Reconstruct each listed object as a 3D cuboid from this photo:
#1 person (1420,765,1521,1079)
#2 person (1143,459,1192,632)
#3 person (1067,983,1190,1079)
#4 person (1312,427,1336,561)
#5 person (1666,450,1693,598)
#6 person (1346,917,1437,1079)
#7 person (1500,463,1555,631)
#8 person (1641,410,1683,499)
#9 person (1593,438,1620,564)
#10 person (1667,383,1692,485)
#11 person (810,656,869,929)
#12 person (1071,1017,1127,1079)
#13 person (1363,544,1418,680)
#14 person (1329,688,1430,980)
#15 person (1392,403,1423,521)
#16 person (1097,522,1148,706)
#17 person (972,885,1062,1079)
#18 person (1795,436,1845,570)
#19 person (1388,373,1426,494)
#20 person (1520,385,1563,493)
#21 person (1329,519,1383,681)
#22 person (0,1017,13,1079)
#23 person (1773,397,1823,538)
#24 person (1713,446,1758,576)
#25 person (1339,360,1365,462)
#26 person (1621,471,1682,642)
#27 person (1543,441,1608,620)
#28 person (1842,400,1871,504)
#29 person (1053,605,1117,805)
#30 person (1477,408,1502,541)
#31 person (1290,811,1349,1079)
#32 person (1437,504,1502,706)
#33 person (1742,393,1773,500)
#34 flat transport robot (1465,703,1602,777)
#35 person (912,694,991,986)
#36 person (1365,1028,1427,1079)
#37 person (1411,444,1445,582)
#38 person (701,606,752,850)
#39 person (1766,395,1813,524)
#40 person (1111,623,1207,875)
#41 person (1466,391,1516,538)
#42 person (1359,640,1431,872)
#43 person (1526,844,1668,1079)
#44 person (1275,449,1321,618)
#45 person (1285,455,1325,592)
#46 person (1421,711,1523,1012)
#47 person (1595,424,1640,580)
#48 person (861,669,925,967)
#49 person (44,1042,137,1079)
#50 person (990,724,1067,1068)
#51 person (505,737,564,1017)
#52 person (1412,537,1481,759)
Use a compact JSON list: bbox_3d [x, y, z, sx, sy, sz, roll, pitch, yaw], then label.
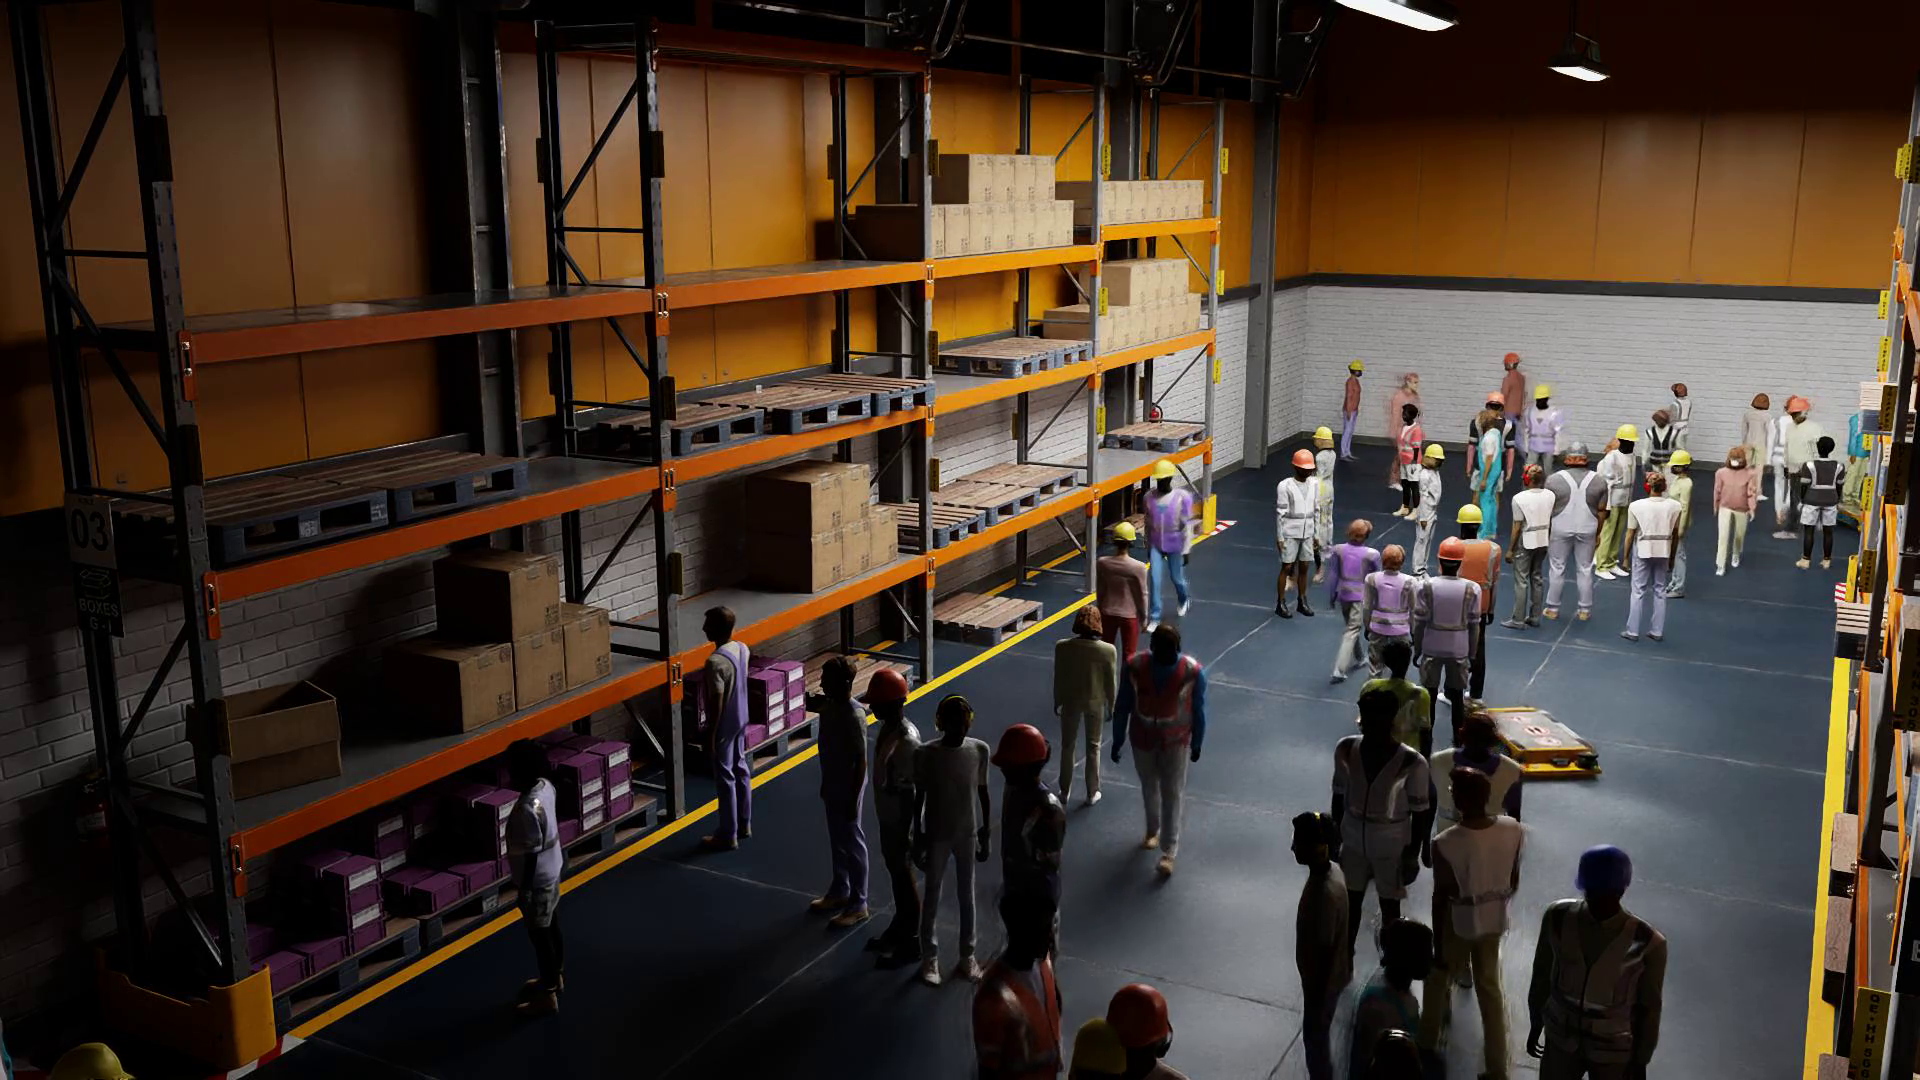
[{"bbox_3d":[2.822,2.124,9.170,0.625,1.815,0.784,-4,13,-18],"label":"person"},{"bbox_3d":[2.298,0.023,18.345,0.585,1.894,0.826,5,14,23],"label":"person"},{"bbox_3d":[0.660,2.634,6.415,0.612,1.997,0.375,6,14,25],"label":"person"},{"bbox_3d":[4.657,-0.597,21.453,0.295,1.744,0.484,8,15,32],"label":"person"},{"bbox_3d":[8.439,-0.187,19.590,0.339,1.761,0.524,3,13,11],"label":"person"},{"bbox_3d":[1.887,2.516,7.399,0.651,1.835,0.520,4,13,17],"label":"person"},{"bbox_3d":[6.233,0.078,18.199,0.571,1.845,0.382,-6,14,-27],"label":"person"},{"bbox_3d":[10.120,-1.088,23.982,0.524,1.578,0.822,9,16,36],"label":"person"},{"bbox_3d":[8.298,-0.494,21.240,0.507,1.631,0.267,-8,15,-31],"label":"person"},{"bbox_3d":[11.483,-1.698,26.621,0.514,1.639,0.310,-9,16,-36],"label":"person"},{"bbox_3d":[-0.794,1.666,11.103,0.345,1.842,0.508,-7,14,-29],"label":"person"},{"bbox_3d":[0.465,2.723,6.252,0.629,1.891,0.527,1,13,6],"label":"person"},{"bbox_3d":[3.937,0.845,15.229,0.514,1.642,0.307,6,14,24],"label":"person"},{"bbox_3d":[2.513,1.833,10.085,0.608,1.959,0.384,9,16,36],"label":"person"},{"bbox_3d":[6.470,-1.130,23.974,0.321,1.689,0.531,-3,13,-14],"label":"person"},{"bbox_3d":[1.522,0.706,15.587,0.528,1.762,0.347,7,14,29],"label":"person"},{"bbox_3d":[0.203,2.429,7.458,0.802,1.944,0.615,6,14,24],"label":"person"},{"bbox_3d":[10.827,-0.463,20.955,0.536,1.696,0.321,1,13,6],"label":"person"},{"bbox_3d":[7.032,-1.665,25.957,0.782,1.877,0.645,10,16,38],"label":"person"},{"bbox_3d":[8.491,-1.315,24.365,0.611,1.882,0.952,10,16,39],"label":"person"},{"bbox_3d":[3.931,0.582,16.514,0.534,1.593,0.871,11,17,41],"label":"person"},{"bbox_3d":[-4.215,2.588,7.003,0.429,1.832,0.635,3,13,12],"label":"person"},{"bbox_3d":[11.601,-0.995,22.774,0.821,1.956,0.671,-3,13,-12],"label":"person"},{"bbox_3d":[9.711,-0.392,20.857,0.505,1.607,0.776,7,14,28],"label":"person"},{"bbox_3d":[6.789,-2.231,28.743,0.342,1.759,0.528,6,14,26],"label":"person"},{"bbox_3d":[7.361,0.189,17.719,0.561,1.838,0.392,0,13,0],"label":"person"},{"bbox_3d":[6.848,-0.119,18.644,0.683,2.000,0.536,2,13,10],"label":"person"},{"bbox_3d":[13.351,-1.309,24.613,0.562,1.753,0.333,-8,15,-32],"label":"person"},{"bbox_3d":[0.989,1.308,13.200,0.505,1.622,0.294,2,13,8],"label":"person"},{"bbox_3d":[7.129,-0.872,22.459,0.329,1.842,0.512,6,14,26],"label":"person"},{"bbox_3d":[1.797,2.256,8.421,0.327,1.862,0.509,2,13,8],"label":"person"},{"bbox_3d":[4.761,0.614,15.649,0.582,1.919,0.395,0,13,-2],"label":"person"},{"bbox_3d":[12.185,-1.431,25.436,0.284,1.633,0.497,-7,15,-30],"label":"person"},{"bbox_3d":[4.939,1.714,14.430,0.652,0.197,1.431,-1,13,-4],"label":"flat transport robot"},{"bbox_3d":[-0.050,1.841,10.282,0.511,1.860,0.331,-3,13,-13],"label":"person"},{"bbox_3d":[1.629,2.733,6.337,0.504,1.839,0.341,0,13,0],"label":"person"},{"bbox_3d":[5.682,-0.300,20.128,0.305,1.741,0.494,7,14,29],"label":"person"},{"bbox_3d":[-1.745,1.384,12.353,0.335,1.844,0.513,5,13,21],"label":"person"},{"bbox_3d":[11.685,-1.108,23.488,0.572,1.866,0.648,8,15,31],"label":"person"},{"bbox_3d":[1.424,1.484,12.030,0.646,1.792,0.960,4,13,18],"label":"person"},{"bbox_3d":[7.234,-1.016,22.700,0.618,2.028,0.409,3,13,14],"label":"person"},{"bbox_3d":[3.123,1.554,12.024,0.536,1.656,0.815,6,14,27],"label":"person"},{"bbox_3d":[2.965,2.343,7.826,0.605,1.948,0.385,10,16,38],"label":"person"},{"bbox_3d":[3.815,-0.072,18.694,0.546,1.929,0.388,-4,13,-19],"label":"person"},{"bbox_3d":[4.133,-0.226,19.953,0.566,1.676,0.675,11,17,41],"label":"person"},{"bbox_3d":[3.065,1.923,10.003,0.569,1.813,0.812,3,13,12],"label":"person"},{"bbox_3d":[8.128,-0.475,20.491,0.594,1.924,0.384,-10,16,-38],"label":"person"},{"bbox_3d":[-0.427,1.746,10.554,0.388,1.929,0.544,-4,13,-18],"label":"person"},{"bbox_3d":[-3.250,2.753,6.287,0.403,1.822,0.603,-1,13,-6],"label":"person"},{"bbox_3d":[0.362,1.987,9.239,0.416,2.034,0.611,-5,13,-21],"label":"person"},{"bbox_3d":[-2.543,1.997,9.942,0.315,1.696,0.541,-1,13,-3],"label":"person"},{"bbox_3d":[4.135,0.926,14.193,0.547,1.938,0.379,3,13,15],"label":"person"}]
